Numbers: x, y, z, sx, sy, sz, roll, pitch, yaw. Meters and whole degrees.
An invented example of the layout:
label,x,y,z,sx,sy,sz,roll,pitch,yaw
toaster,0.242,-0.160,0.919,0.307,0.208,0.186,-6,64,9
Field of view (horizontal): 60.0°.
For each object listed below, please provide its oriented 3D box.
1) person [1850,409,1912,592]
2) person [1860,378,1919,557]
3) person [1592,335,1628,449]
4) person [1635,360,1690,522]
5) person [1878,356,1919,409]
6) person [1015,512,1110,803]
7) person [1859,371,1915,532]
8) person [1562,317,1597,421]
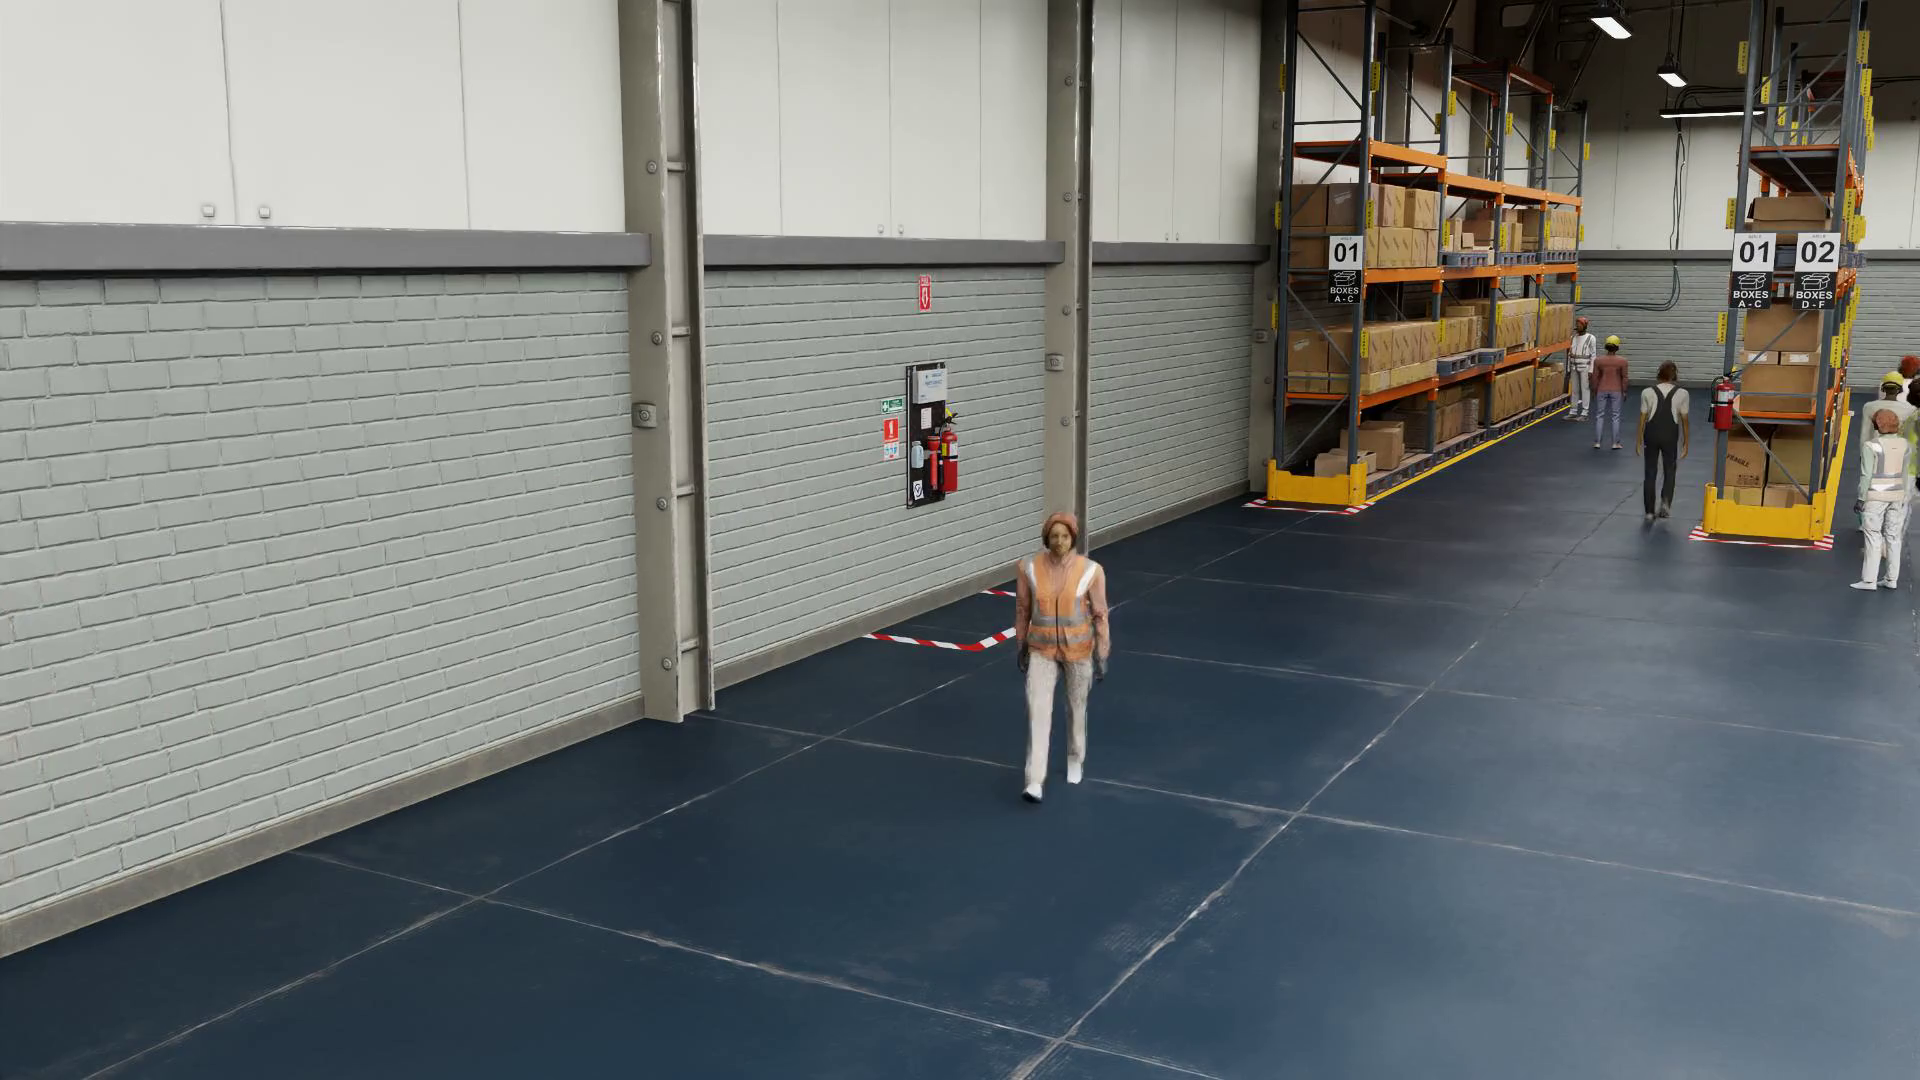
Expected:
label,x,y,z,sx,sy,sz,roll,pitch,yaw
person,8.246,-0.353,14.886,0.517,1.636,0.313,-3,10,-15
person,9.520,-0.701,16.432,0.879,1.812,0.635,6,11,30
person,10.092,-2.288,25.835,0.523,1.769,0.316,5,11,29
person,7.918,-1.111,18.765,0.549,1.826,0.387,4,11,23
person,11.078,-1.244,19.566,0.581,1.835,1.005,4,11,24
person,0.558,0.644,9.185,0.540,1.590,0.875,2,10,10
person,10.004,-0.940,17.977,0.518,1.756,0.344,6,12,33
person,11.282,-3.099,30.243,0.339,1.882,0.581,-5,11,-26
